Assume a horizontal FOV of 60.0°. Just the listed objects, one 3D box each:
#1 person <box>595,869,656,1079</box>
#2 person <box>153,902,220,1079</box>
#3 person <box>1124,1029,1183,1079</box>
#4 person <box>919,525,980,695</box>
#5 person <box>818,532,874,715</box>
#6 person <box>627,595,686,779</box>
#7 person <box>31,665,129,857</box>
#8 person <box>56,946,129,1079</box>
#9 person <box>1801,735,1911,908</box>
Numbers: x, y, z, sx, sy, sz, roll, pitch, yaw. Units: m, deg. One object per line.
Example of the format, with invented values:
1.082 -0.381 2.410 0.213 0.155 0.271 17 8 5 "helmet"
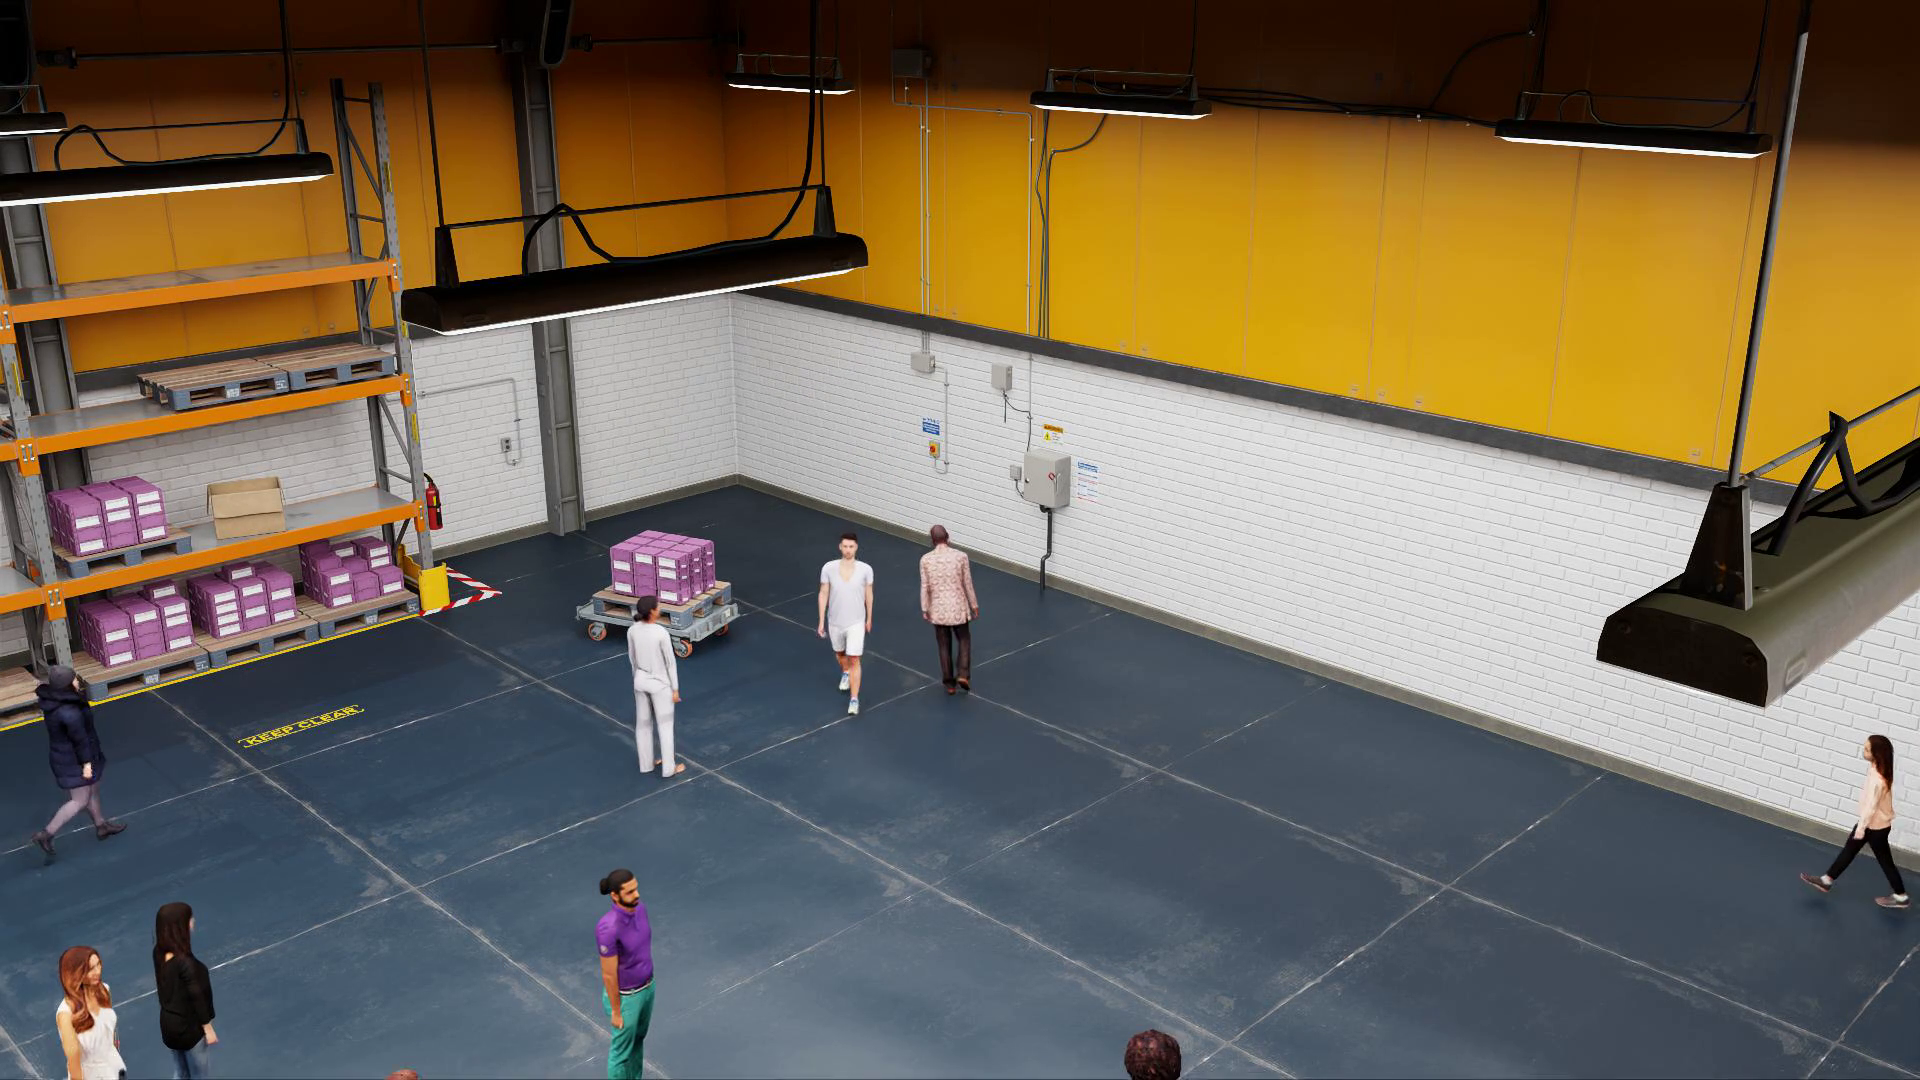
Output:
-2.135 2.896 10.661 0.767 1.767 0.648 6 20 18 "person"
-4.873 3.028 10.462 0.616 1.644 0.574 12 22 32 "person"
1.056 3.480 8.918 0.858 1.773 0.892 -2 19 -6 "person"
-0.122 0.758 16.992 0.924 1.779 0.982 2 19 6 "person"
-1.154 0.780 16.880 1.209 1.809 1.312 1 19 3 "person"
-2.827 1.338 15.336 0.697 1.736 0.654 8 20 23 "person"
-7.490 1.856 13.922 0.681 1.657 0.996 16 24 39 "person"
-5.158 3.193 9.778 0.907 1.769 0.909 4 19 12 "person"
7.269 2.251 13.094 0.873 1.438 1.026 8 20 23 "person"
